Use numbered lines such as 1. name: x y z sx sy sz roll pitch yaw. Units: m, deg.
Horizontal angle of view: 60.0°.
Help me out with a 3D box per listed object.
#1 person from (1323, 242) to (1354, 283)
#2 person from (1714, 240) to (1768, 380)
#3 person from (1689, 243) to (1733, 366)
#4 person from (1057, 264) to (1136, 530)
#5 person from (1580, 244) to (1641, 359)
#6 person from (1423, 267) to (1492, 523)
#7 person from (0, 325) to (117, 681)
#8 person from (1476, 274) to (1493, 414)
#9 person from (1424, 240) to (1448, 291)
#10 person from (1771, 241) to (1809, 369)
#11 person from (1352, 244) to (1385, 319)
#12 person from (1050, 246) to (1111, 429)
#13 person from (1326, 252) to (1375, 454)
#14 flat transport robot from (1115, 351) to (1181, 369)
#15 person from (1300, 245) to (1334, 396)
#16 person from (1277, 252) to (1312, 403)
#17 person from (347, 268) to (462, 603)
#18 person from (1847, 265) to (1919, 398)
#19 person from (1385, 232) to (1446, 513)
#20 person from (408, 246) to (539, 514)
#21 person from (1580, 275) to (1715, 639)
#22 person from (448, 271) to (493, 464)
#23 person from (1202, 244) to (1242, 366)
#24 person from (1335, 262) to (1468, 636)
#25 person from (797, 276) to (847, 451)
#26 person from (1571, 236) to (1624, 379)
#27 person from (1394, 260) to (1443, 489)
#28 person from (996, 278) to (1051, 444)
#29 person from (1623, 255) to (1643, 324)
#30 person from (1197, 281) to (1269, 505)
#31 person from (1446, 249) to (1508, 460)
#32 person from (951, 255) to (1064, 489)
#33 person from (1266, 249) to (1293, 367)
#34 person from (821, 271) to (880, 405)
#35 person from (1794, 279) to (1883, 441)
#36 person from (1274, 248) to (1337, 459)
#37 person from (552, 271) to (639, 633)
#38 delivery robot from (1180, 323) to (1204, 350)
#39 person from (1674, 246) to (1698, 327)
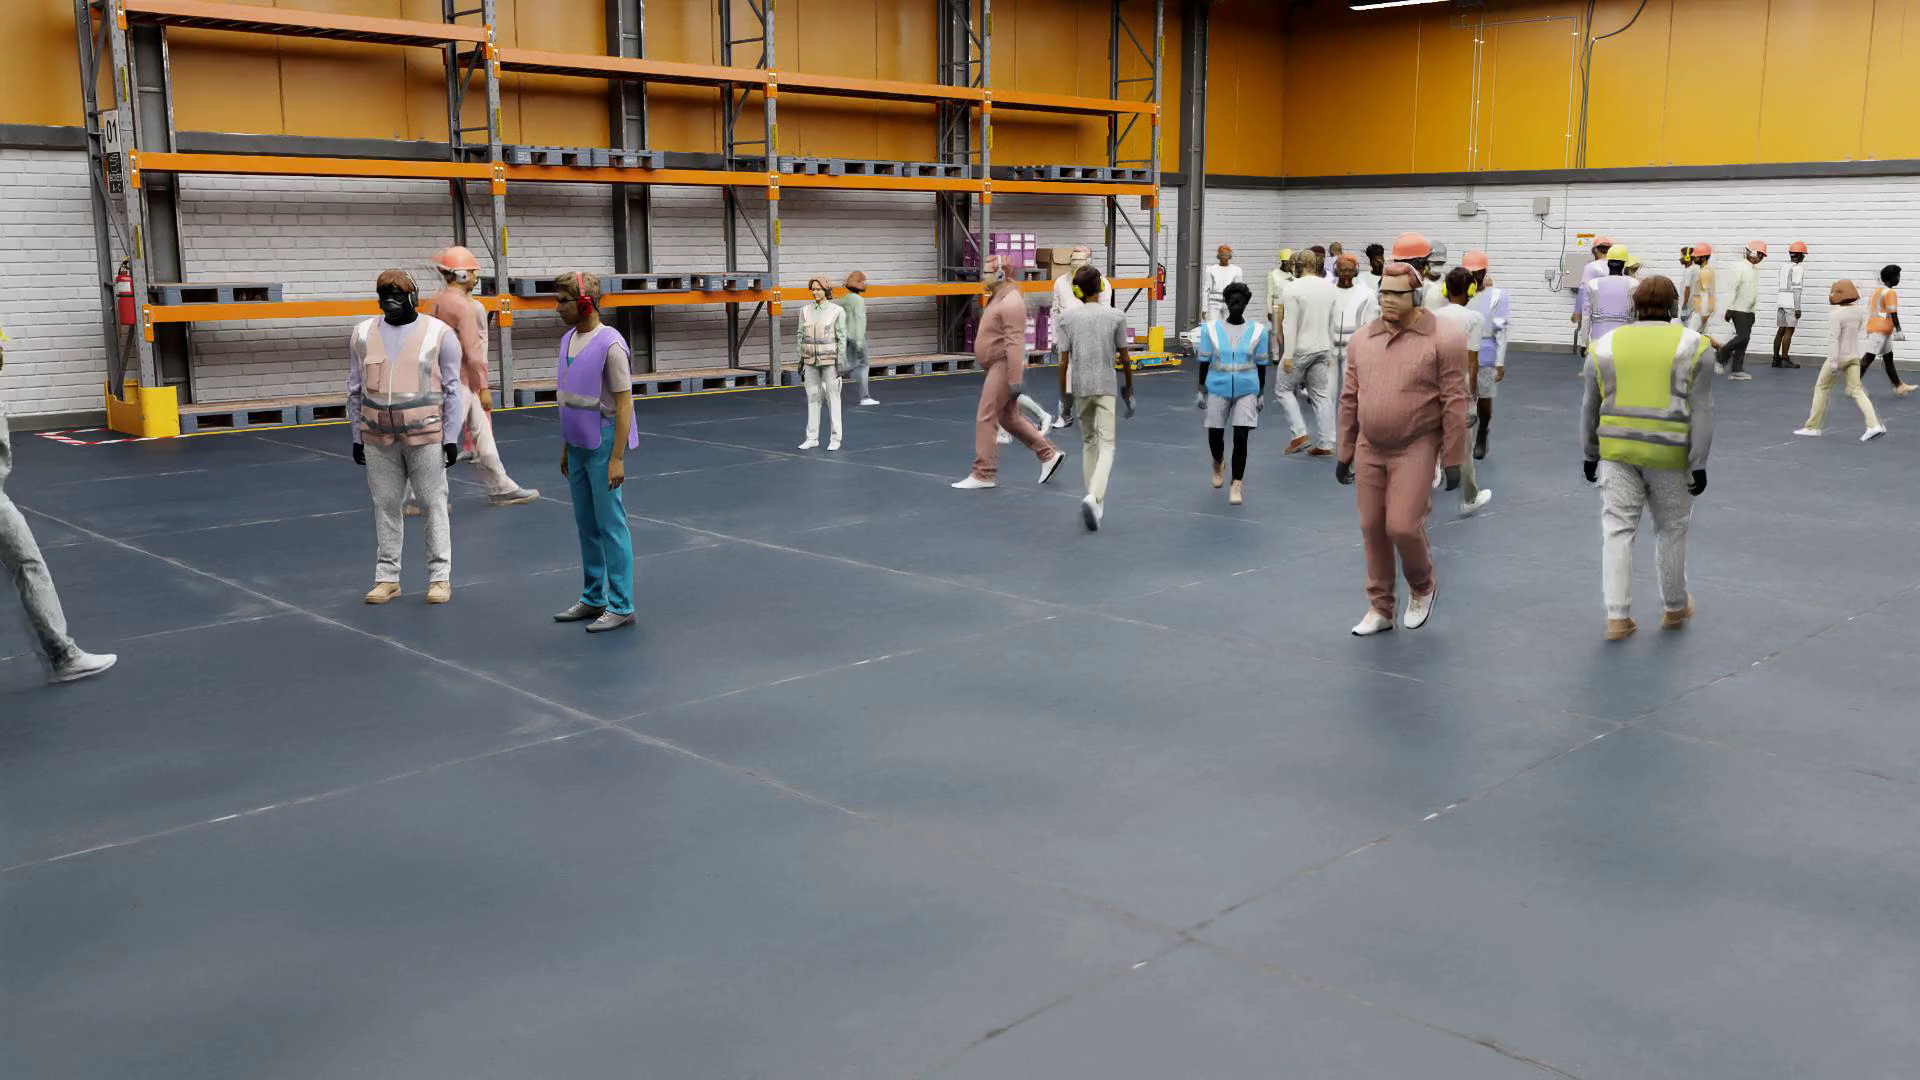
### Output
1. person: 6.425 -4.153 28.594 0.666 1.903 0.756 -2 11 -13
2. person: 10.981 -3.231 23.393 0.667 1.947 0.518 -8 13 -36
3. person: 10.954 -3.387 24.351 0.631 1.916 0.558 6 12 31
4. person: 0.931 -0.999 11.597 0.539 1.836 0.816 3 11 15
5. person: 6.679 -2.055 17.062 0.594 1.926 0.366 4 11 22
6. person: 3.470 -1.021 11.782 0.572 1.796 1.046 9 14 40
7. person: -4.242 -0.173 7.398 0.491 1.713 0.814 8 13 37
8. person: 5.805 -2.171 18.568 0.516 1.605 0.782 2 11 12
9. person: 4.631 -2.002 16.460 0.686 2.000 1.052 -1 10 -6
10. person: 12.689 -3.579 25.373 0.389 1.929 0.545 0 10 0
11. person: 4.875 -2.483 19.419 0.617 1.906 0.949 0 10 1
12. person: 1.238 -2.104 17.382 0.649 1.906 0.404 4 11 20
13. person: 3.563 -1.748 15.552 0.585 1.869 0.531 3 11 15
14. flat transport robot: 2.680 -2.746 25.345 0.652 0.197 1.431 10 14 42
15. person: 4.427 -2.771 21.036 0.614 1.897 0.481 -4 11 -19
16. person: 4.005 -2.469 19.619 0.515 1.826 0.596 -1 10 -7
17. person: -3.057 -0.564 9.163 0.627 1.844 0.429 0 10 0
18. person: 11.535 -2.581 20.670 0.873 1.653 0.551 3 11 17
19. person: 3.272 -1.206 12.123 0.394 2.039 0.610 -3 11 -14
20. person: -3.635 -1.163 12.172 1.011 1.942 0.640 -7 12 -33
21. person: 3.510 -0.427 8.468 0.658 1.817 0.759 7 13 35
22. person: -4.382 -1.562 14.804 0.526 1.772 0.307 9 14 41
23. person: 3.944 -3.501 25.060 0.587 1.882 0.346 1 10 4
24. person: 2.173 -0.438 8.338 0.427 1.888 0.675 -10 15 -44
25. person: -1.304 -1.662 15.701 0.514 1.641 0.307 5 11 24
26. person: 8.816 -3.196 23.061 0.658 1.997 0.796 -5 11 -25
27. person: 3.546 -1.250 12.791 0.784 1.893 0.630 -7 13 -34
28. person: 0.557 -1.729 16.132 0.573 1.622 0.501 -5 11 -24
29. person: 9.624 -3.200 23.808 0.533 1.739 0.760 -6 12 -30
30. person: 2.078 -1.133 12.670 0.534 1.680 0.562 2 11 9
31. person: 4.546 -1.606 14.689 0.546 1.909 0.857 4 11 21
32. person: 0.397 -1.344 13.338 0.887 1.879 0.654 -1 10 -7
33. person: 5.005 -3.532 25.435 0.625 1.801 0.822 -3 11 -15
34. person: -1.310 -2.390 19.768 0.666 1.612 0.500 -5 12 -28
35. person: 8.811 -1.790 16.536 0.493 1.596 0.852 -5 11 -24
36. person: 3.183 -1.684 15.125 0.637 1.902 0.537 -7 12 -32
37. person: -1.870 -0.452 8.558 0.377 1.837 0.570 -9 14 -40
38. delivery robot: 4.013 -3.369 27.715 0.707 0.478 0.477 -6 12 -29
39. person: 11.047 -3.517 25.233 0.477 1.852 0.542 6 12 30
